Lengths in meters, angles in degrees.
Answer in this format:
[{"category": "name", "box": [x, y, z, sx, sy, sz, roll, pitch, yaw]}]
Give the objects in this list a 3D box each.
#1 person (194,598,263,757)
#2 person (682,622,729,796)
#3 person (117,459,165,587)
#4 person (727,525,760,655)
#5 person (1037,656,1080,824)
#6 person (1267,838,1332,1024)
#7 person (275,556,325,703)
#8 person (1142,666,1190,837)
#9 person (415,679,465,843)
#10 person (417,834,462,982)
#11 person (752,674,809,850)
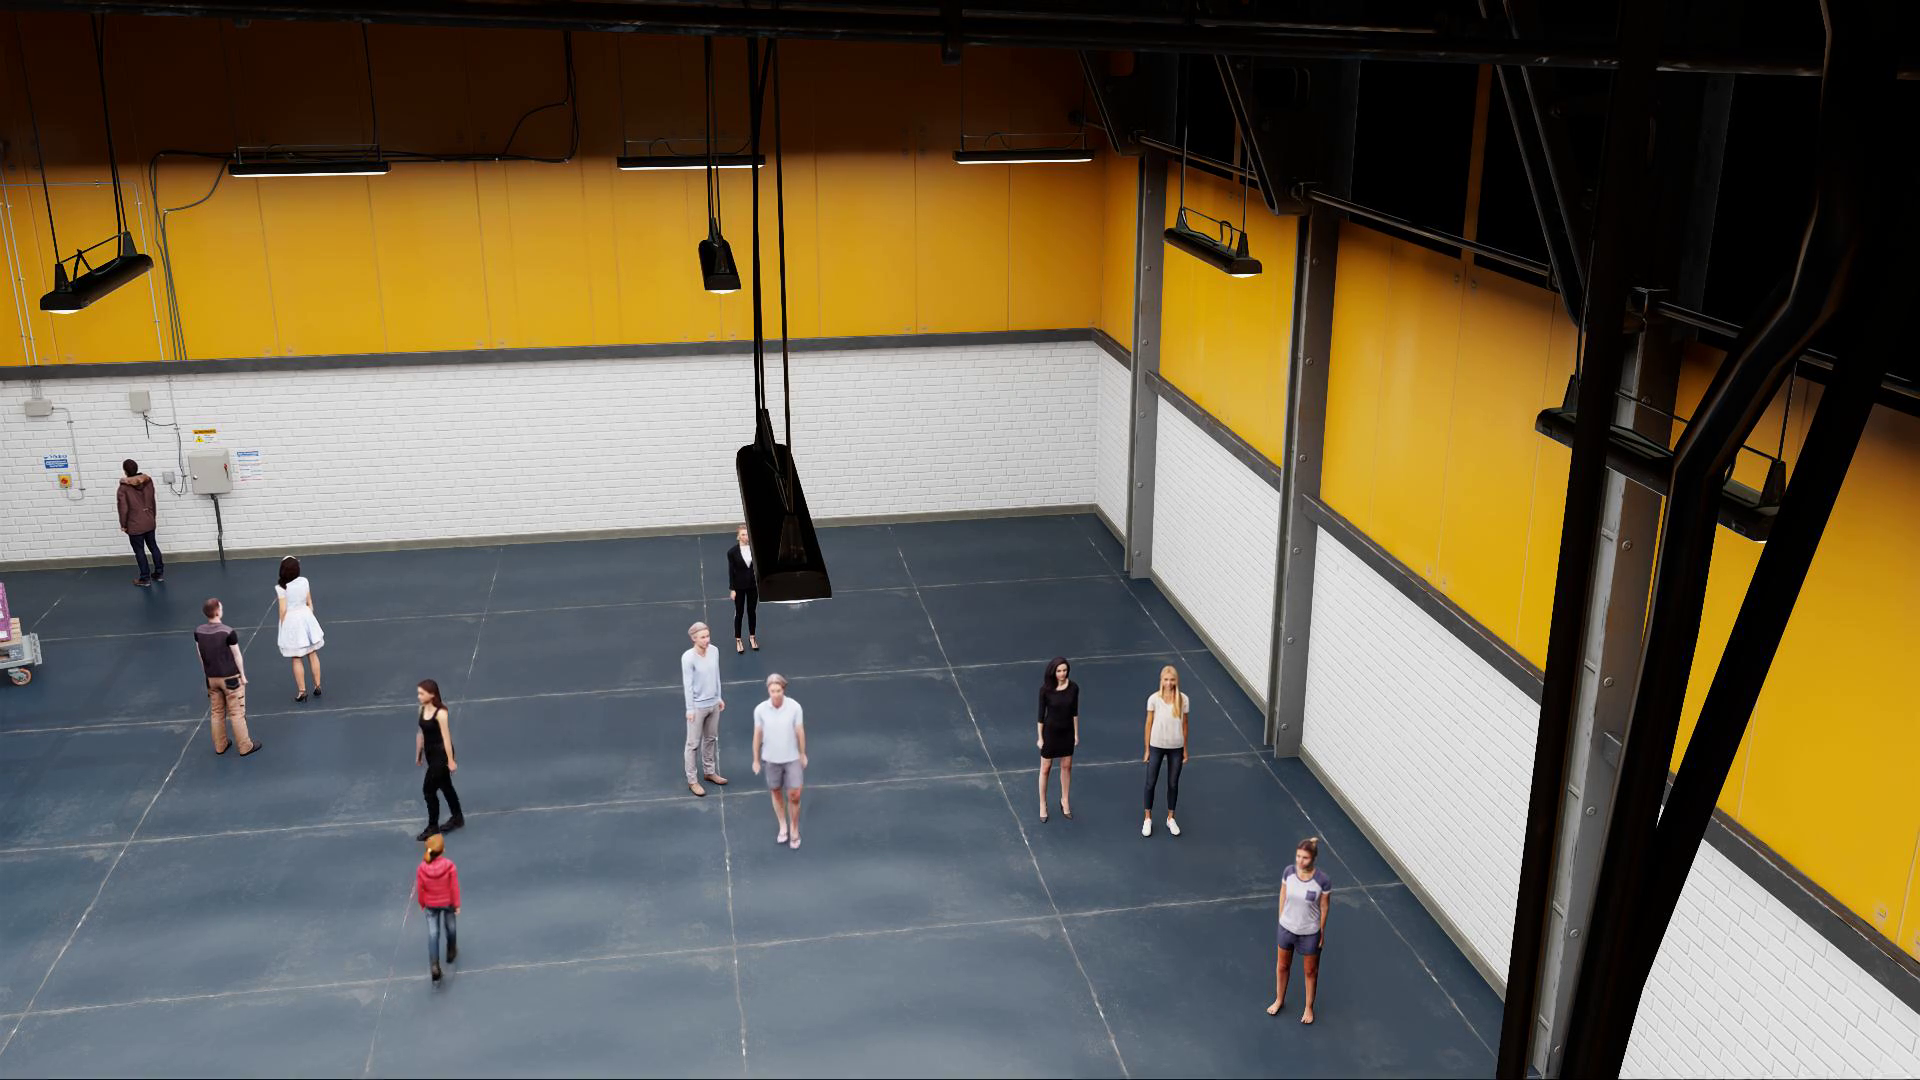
[{"category": "person", "box": [-8.216, 1.517, 18.530, 0.758, 1.842, 0.726, 4, 19, 11]}, {"category": "person", "box": [-2.755, 1.759, 17.731, 0.794, 1.893, 0.751, 15, 24, 37]}, {"category": "person", "box": [-11.739, -0.266, 23.814, 0.934, 1.848, 0.845, 9, 21, 26]}, {"category": "person", "box": [-2.762, 0.619, 21.407, 0.672, 1.707, 0.639, -9, 21, -25]}, {"category": "person", "box": [1.004, 2.029, 17.066, 0.601, 1.806, 0.502, -5, 19, -14]}, {"category": "person", "box": [2.828, 3.223, 13.804, 0.670, 1.625, 0.709, 9, 21, 25]}, {"category": "person", "box": [-7.921, 1.063, 19.919, 0.907, 1.816, 0.856, 17, 25, 41]}, {"category": "person", "box": [2.078, 2.112, 16.814, 0.633, 1.809, 0.566, 0, 19, 0]}, {"category": "person", "box": [-5.212, 2.177, 16.837, 0.871, 1.672, 0.906, 18, 25, 42]}, {"category": "person", "box": [-4.524, 3.192, 14.409, 0.526, 1.296, 0.859, -3, 19, -8]}, {"category": "person", "box": [-1.775, 2.155, 16.672, 0.749, 1.819, 0.726, 0, 19, 1]}]
